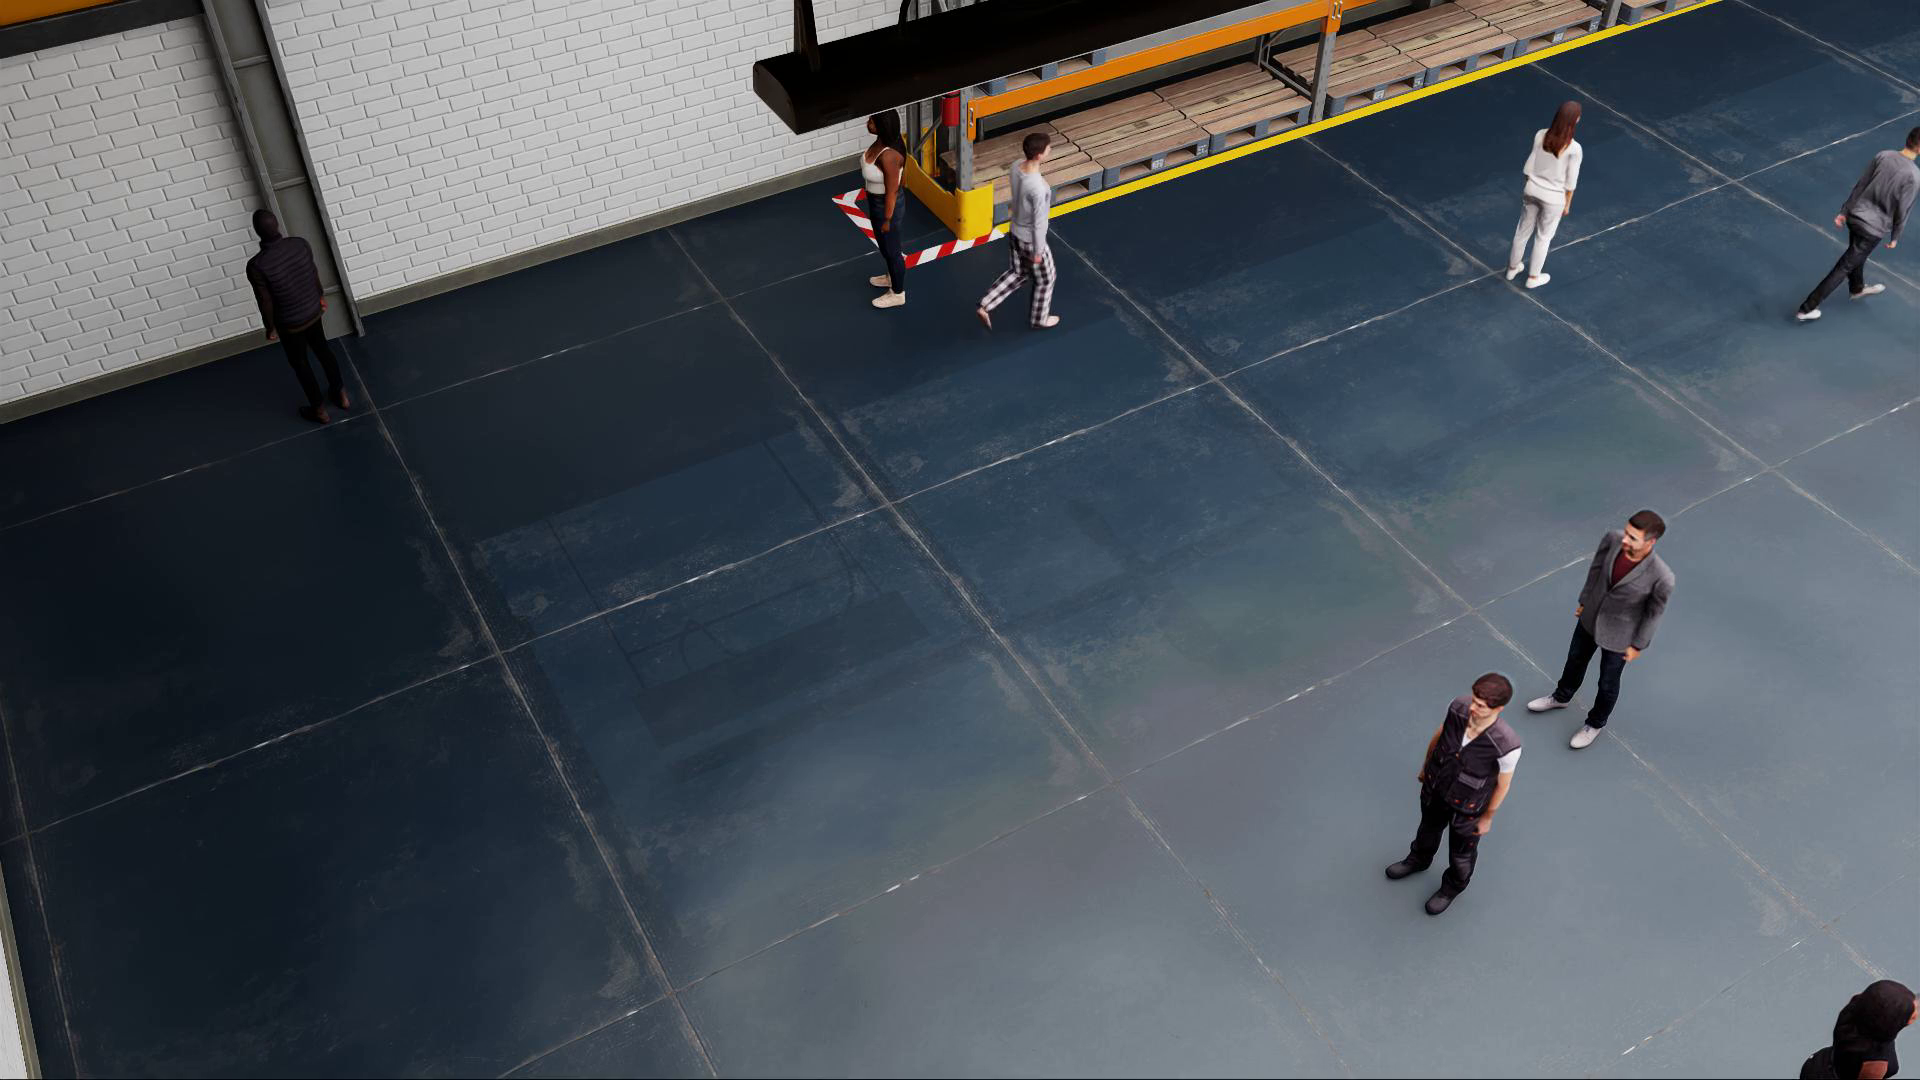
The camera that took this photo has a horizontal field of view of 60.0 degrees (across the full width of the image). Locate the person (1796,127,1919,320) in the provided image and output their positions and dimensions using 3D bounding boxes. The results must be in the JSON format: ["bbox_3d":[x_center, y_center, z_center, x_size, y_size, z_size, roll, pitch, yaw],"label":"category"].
[{"bbox_3d":[7.279,-2.529,13.478,1.157,1.725,0.772,-17,46,-17],"label":"person"}]

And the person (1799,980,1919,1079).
[{"bbox_3d":[4.214,2.655,8.026,0.720,1.741,0.674,8,44,8],"label":"person"}]

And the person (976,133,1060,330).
[{"bbox_3d":[0.470,-2.411,13.280,0.960,1.827,0.636,-19,47,-19],"label":"person"}]

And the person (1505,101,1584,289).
[{"bbox_3d":[4.892,-2.888,13.883,0.610,1.688,0.655,-34,53,-31],"label":"person"}]

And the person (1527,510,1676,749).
[{"bbox_3d":[3.977,0.519,10.173,0.555,1.871,0.668,-22,48,-21],"label":"person"}]

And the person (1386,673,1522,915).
[{"bbox_3d":[2.796,1.391,9.275,0.588,1.848,0.672,-25,49,-24],"label":"person"}]

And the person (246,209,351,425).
[{"bbox_3d":[-4.998,-1.692,12.519,0.838,1.836,0.675,26,49,25],"label":"person"}]

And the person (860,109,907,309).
[{"bbox_3d":[-0.587,-2.756,13.656,0.744,1.810,0.735,-3,44,-3],"label":"person"}]
